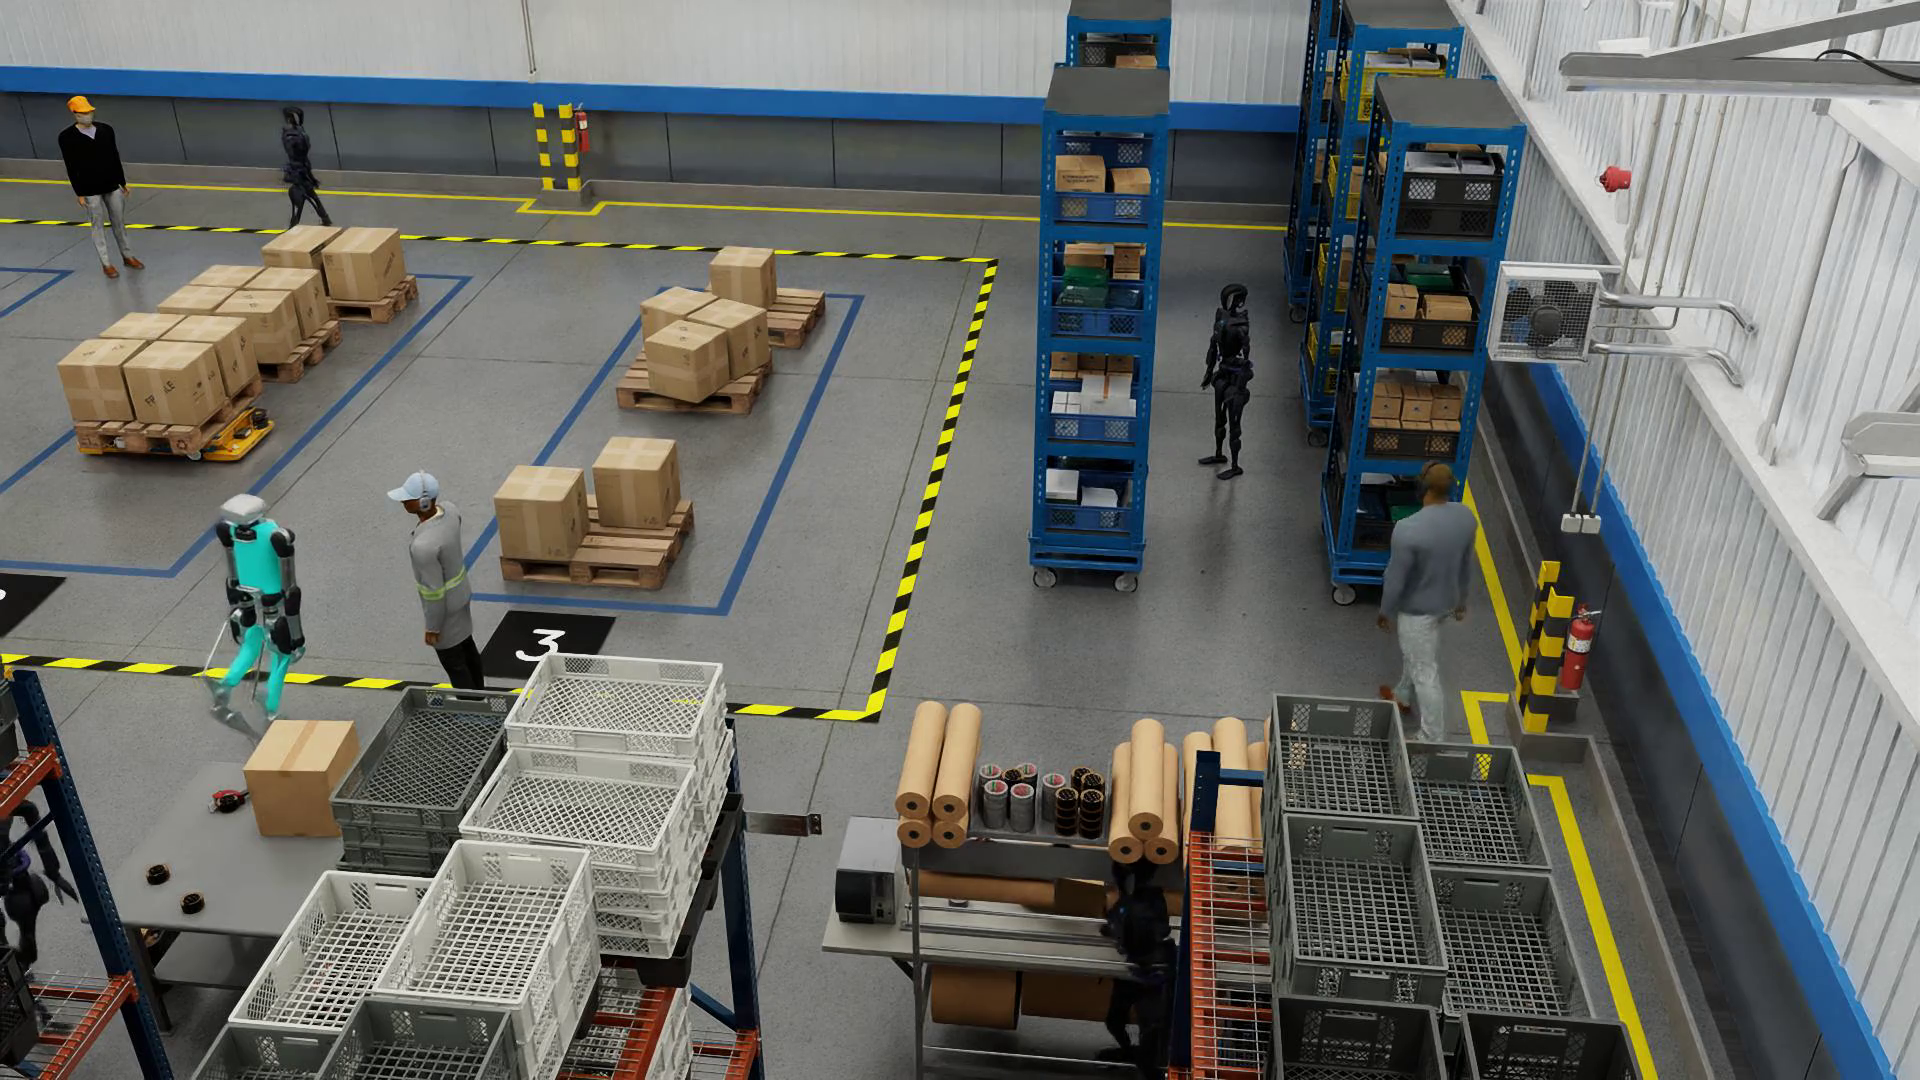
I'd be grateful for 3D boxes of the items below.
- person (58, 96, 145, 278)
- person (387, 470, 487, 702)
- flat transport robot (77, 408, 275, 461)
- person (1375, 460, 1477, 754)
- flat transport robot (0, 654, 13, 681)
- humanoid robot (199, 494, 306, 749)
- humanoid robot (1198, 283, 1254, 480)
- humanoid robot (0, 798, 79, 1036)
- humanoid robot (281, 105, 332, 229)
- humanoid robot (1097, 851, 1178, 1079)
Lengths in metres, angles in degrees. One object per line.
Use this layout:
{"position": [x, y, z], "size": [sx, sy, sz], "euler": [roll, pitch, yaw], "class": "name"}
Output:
{"position": [-9.014, -3.709, 17.440], "size": [0.361, 1.884, 0.587], "euler": [20, 36, 30], "class": "person"}
{"position": [-3.254, 0.392, 10.426], "size": [0.372, 1.852, 0.596], "euler": [0, 30, 0], "class": "person"}
{"position": [-6.728, -0.944, 14.268], "size": [1.431, 0.197, 0.652], "euler": [3, 30, 6], "class": "flat transport robot"}
{"position": [2.916, 0.416, 10.358], "size": [0.646, 1.898, 0.718], "euler": [-19, 35, -30], "class": "person"}
{"position": [-7.142, 0.969, 11.010], "size": [1.431, 0.231, 0.659], "euler": [3, 30, 6], "class": "flat transport robot"}
{"position": [-4.324, 0.658, 10.091], "size": [0.547, 1.774, 0.818], "euler": [11, 32, 19], "class": "humanoid robot"}
{"position": [2.180, -1.294, 13.481], "size": [0.315, 1.657, 0.599], "euler": [-11, 32, -18], "class": "humanoid robot"}
{"position": [-4.755, 1.771, 8.275], "size": [0.754, 1.633, 0.603], "euler": [26, 39, 37], "class": "humanoid robot"}
{"position": [-7.135, -3.890, 18.001], "size": [0.776, 1.624, 0.610], "euler": [-3, 30, -4], "class": "humanoid robot"}
{"position": [0.861, 2.055, 7.757], "size": [0.400, 1.640, 0.616], "euler": [-16, 34, -25], "class": "humanoid robot"}
